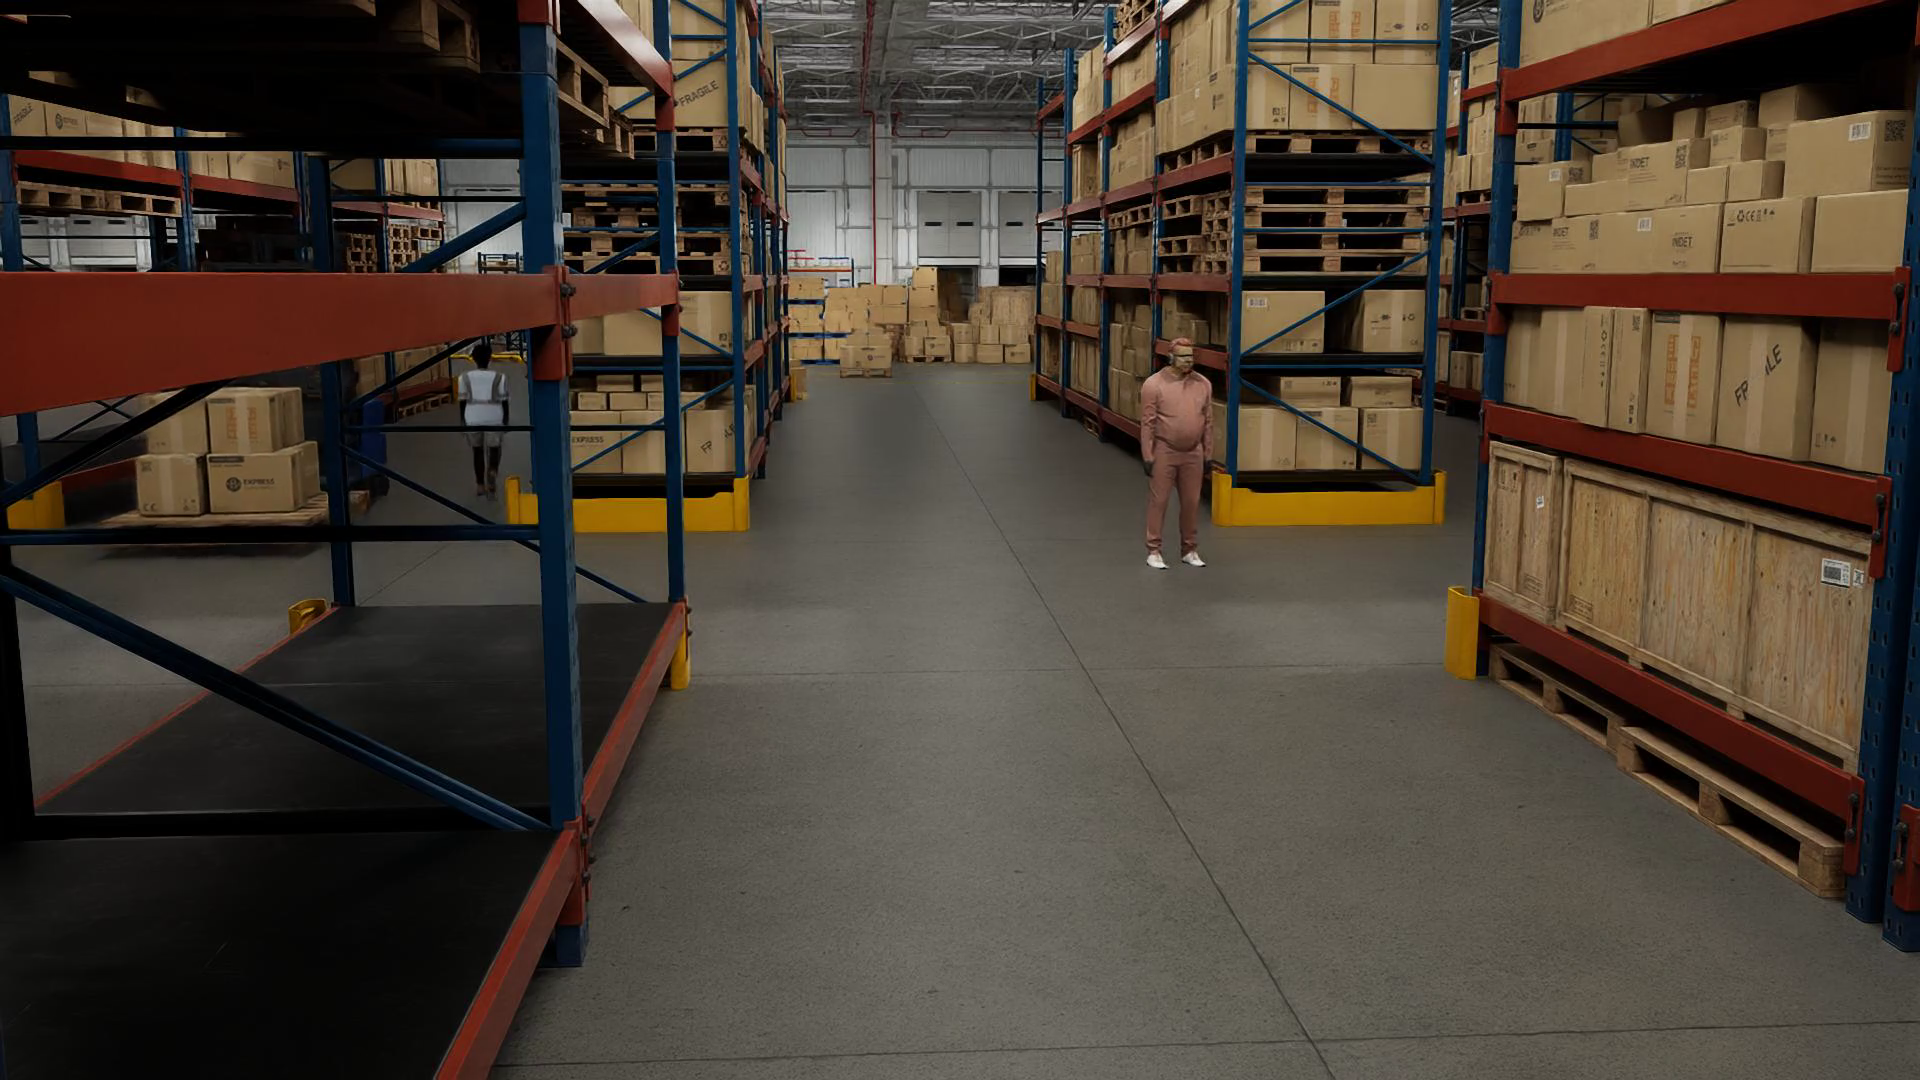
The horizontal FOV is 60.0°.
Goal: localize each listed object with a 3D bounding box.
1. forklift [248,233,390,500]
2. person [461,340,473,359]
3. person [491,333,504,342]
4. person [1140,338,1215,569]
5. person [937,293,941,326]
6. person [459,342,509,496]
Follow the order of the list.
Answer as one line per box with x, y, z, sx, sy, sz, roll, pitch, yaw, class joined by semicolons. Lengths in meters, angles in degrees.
-6.682;-1.742;17.065;1.129;2.768;1.873;-1;9;-4;forklift
-14.261;-6.154;47.893;0.355;1.885;0.575;8;12;42;person
-16.760;-8.151;59.939;0.701;2.000;0.562;-1;9;-7;person
1.793;-0.704;13.642;0.662;1.899;0.396;-3;9;-16;person
-1.030;-9.336;68.550;0.736;1.676;0.539;1;9;5;person
-5.151;-1.292;18.003;0.540;1.685;0.535;-1;9;-9;person
